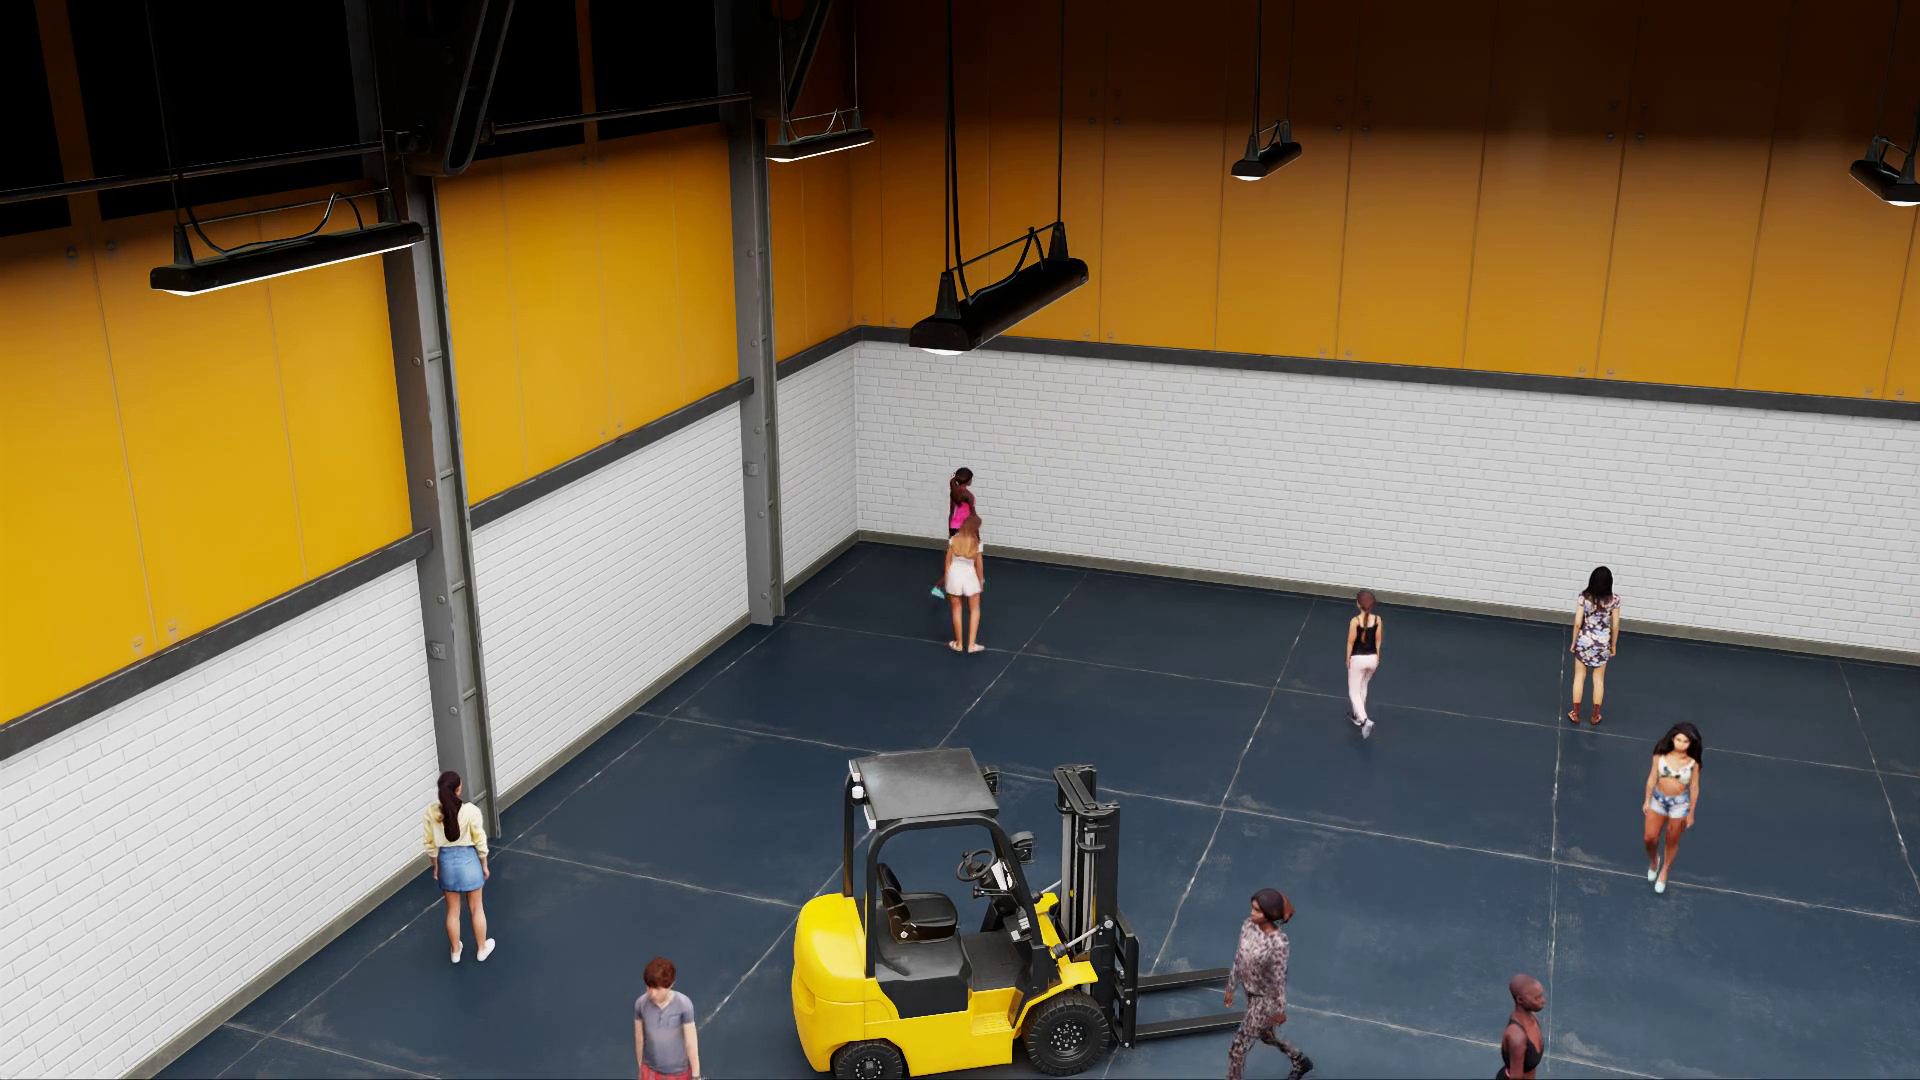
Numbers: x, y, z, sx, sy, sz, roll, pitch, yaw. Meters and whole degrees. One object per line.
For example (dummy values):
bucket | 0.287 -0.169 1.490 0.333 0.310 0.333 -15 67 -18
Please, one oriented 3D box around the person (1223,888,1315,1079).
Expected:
person | 2.136 3.150 11.439 1.158 1.672 1.119 -8 20 -22

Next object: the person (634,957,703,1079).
person | -1.861 3.398 10.772 0.732 1.628 1.093 3 19 8

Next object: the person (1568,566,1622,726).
person | 6.634 1.098 17.438 0.612 1.733 0.516 5 19 15

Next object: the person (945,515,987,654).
person | 0.011 0.501 19.308 0.702 1.670 0.676 -3 19 -8

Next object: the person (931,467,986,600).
person | -0.050 -0.055 20.942 1.219 1.682 0.969 -16 24 -38

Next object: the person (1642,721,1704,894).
person | 6.070 2.256 14.194 0.634 1.610 0.668 12 22 31

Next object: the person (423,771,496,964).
person | -3.970 2.585 13.178 0.719 1.633 0.704 -1 19 -4

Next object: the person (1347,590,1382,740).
person | 4.184 1.288 17.174 0.829 1.541 1.018 -4 19 -11

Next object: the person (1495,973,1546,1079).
person | 3.426 3.473 10.348 0.668 1.757 0.517 9 21 26
